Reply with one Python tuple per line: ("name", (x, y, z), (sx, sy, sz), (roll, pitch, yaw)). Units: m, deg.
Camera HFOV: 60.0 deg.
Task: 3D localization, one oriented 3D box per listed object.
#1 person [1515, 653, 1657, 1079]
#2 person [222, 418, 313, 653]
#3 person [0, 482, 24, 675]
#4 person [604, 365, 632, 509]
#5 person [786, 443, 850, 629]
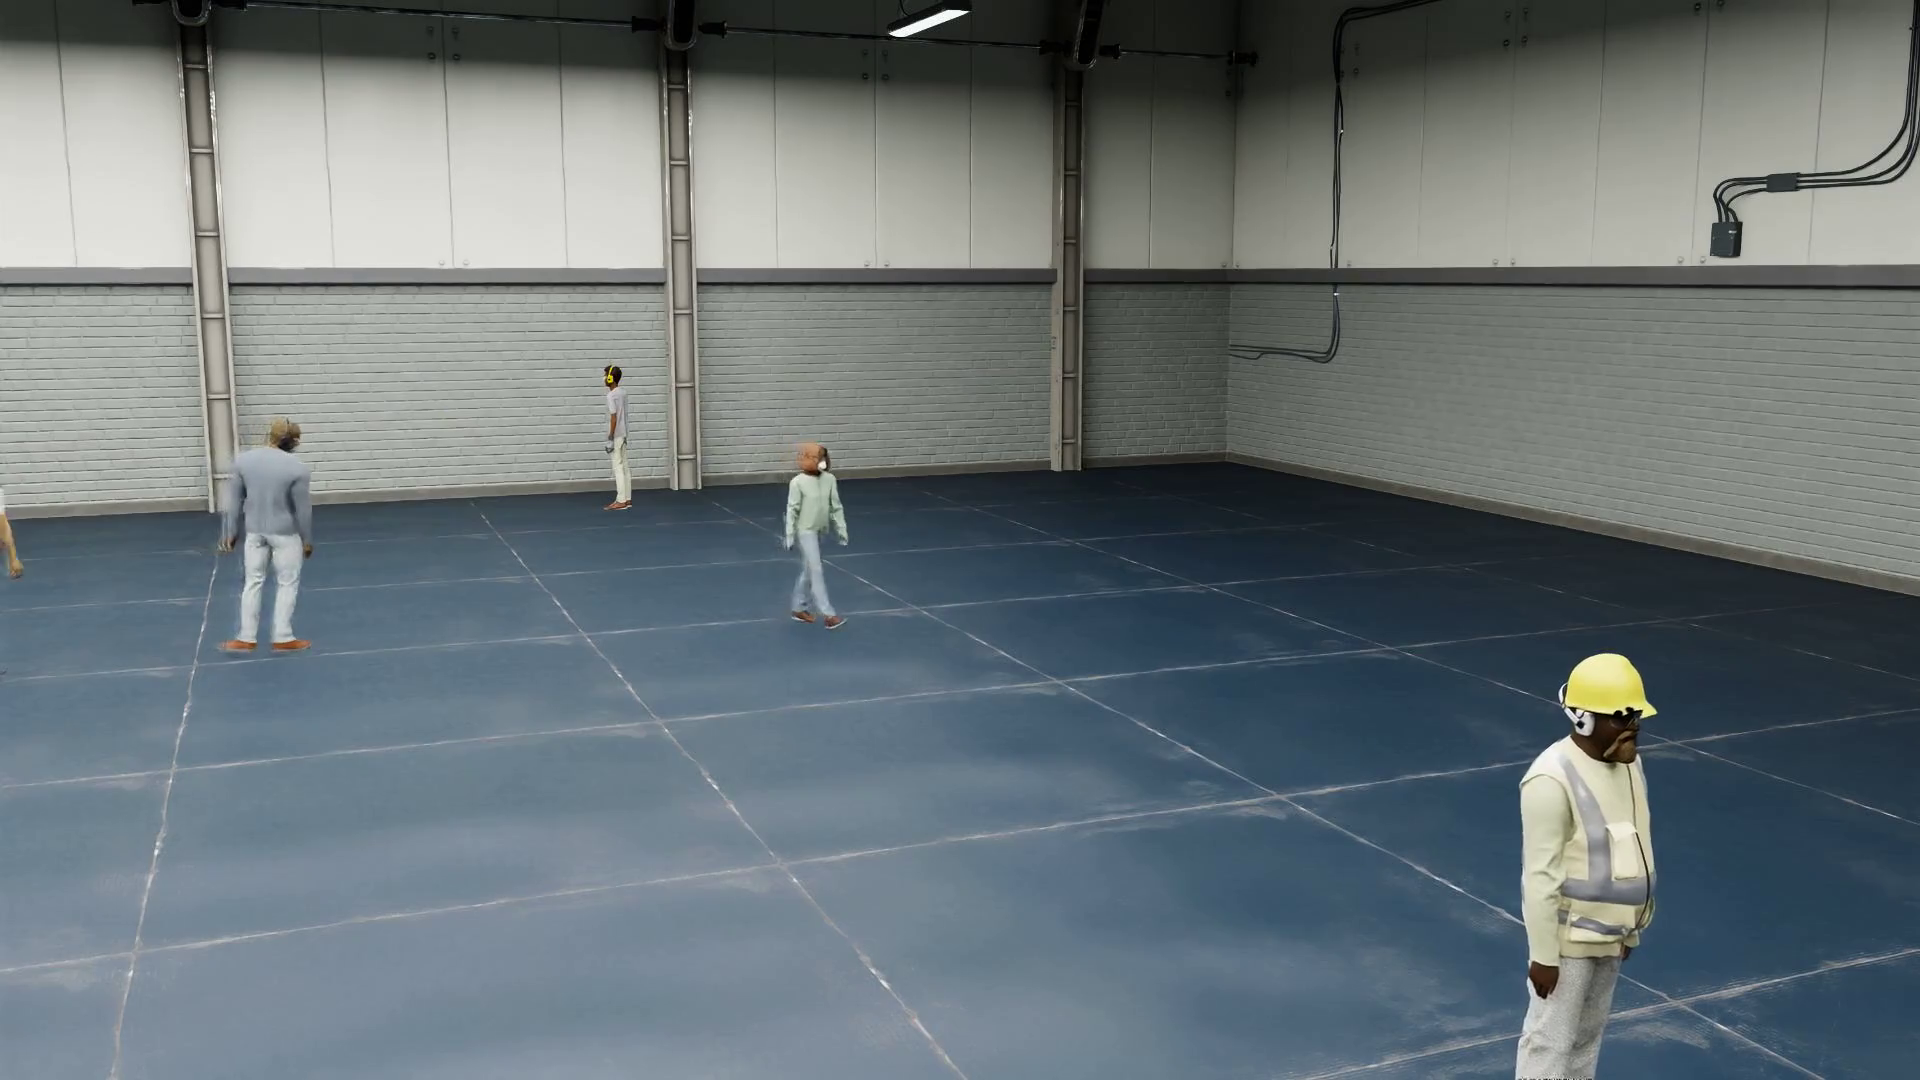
("person", (2.048, 1.263, 5.437), (0.593, 1.832, 0.403), (-8, 12, -42))
("person", (-5.586, -0.024, 13.367), (0.809, 1.901, 0.369), (1, 9, 5))
("person", (-7.389, 0.141, 12.509), (0.589, 1.827, 0.470), (3, 10, 20))
("person", (-4.467, -1.326, 21.578), (0.334, 1.873, 0.521), (2, 9, 11))
("person", (-1.187, -0.031, 14.302), (0.847, 1.591, 0.520), (8, 12, 40))
